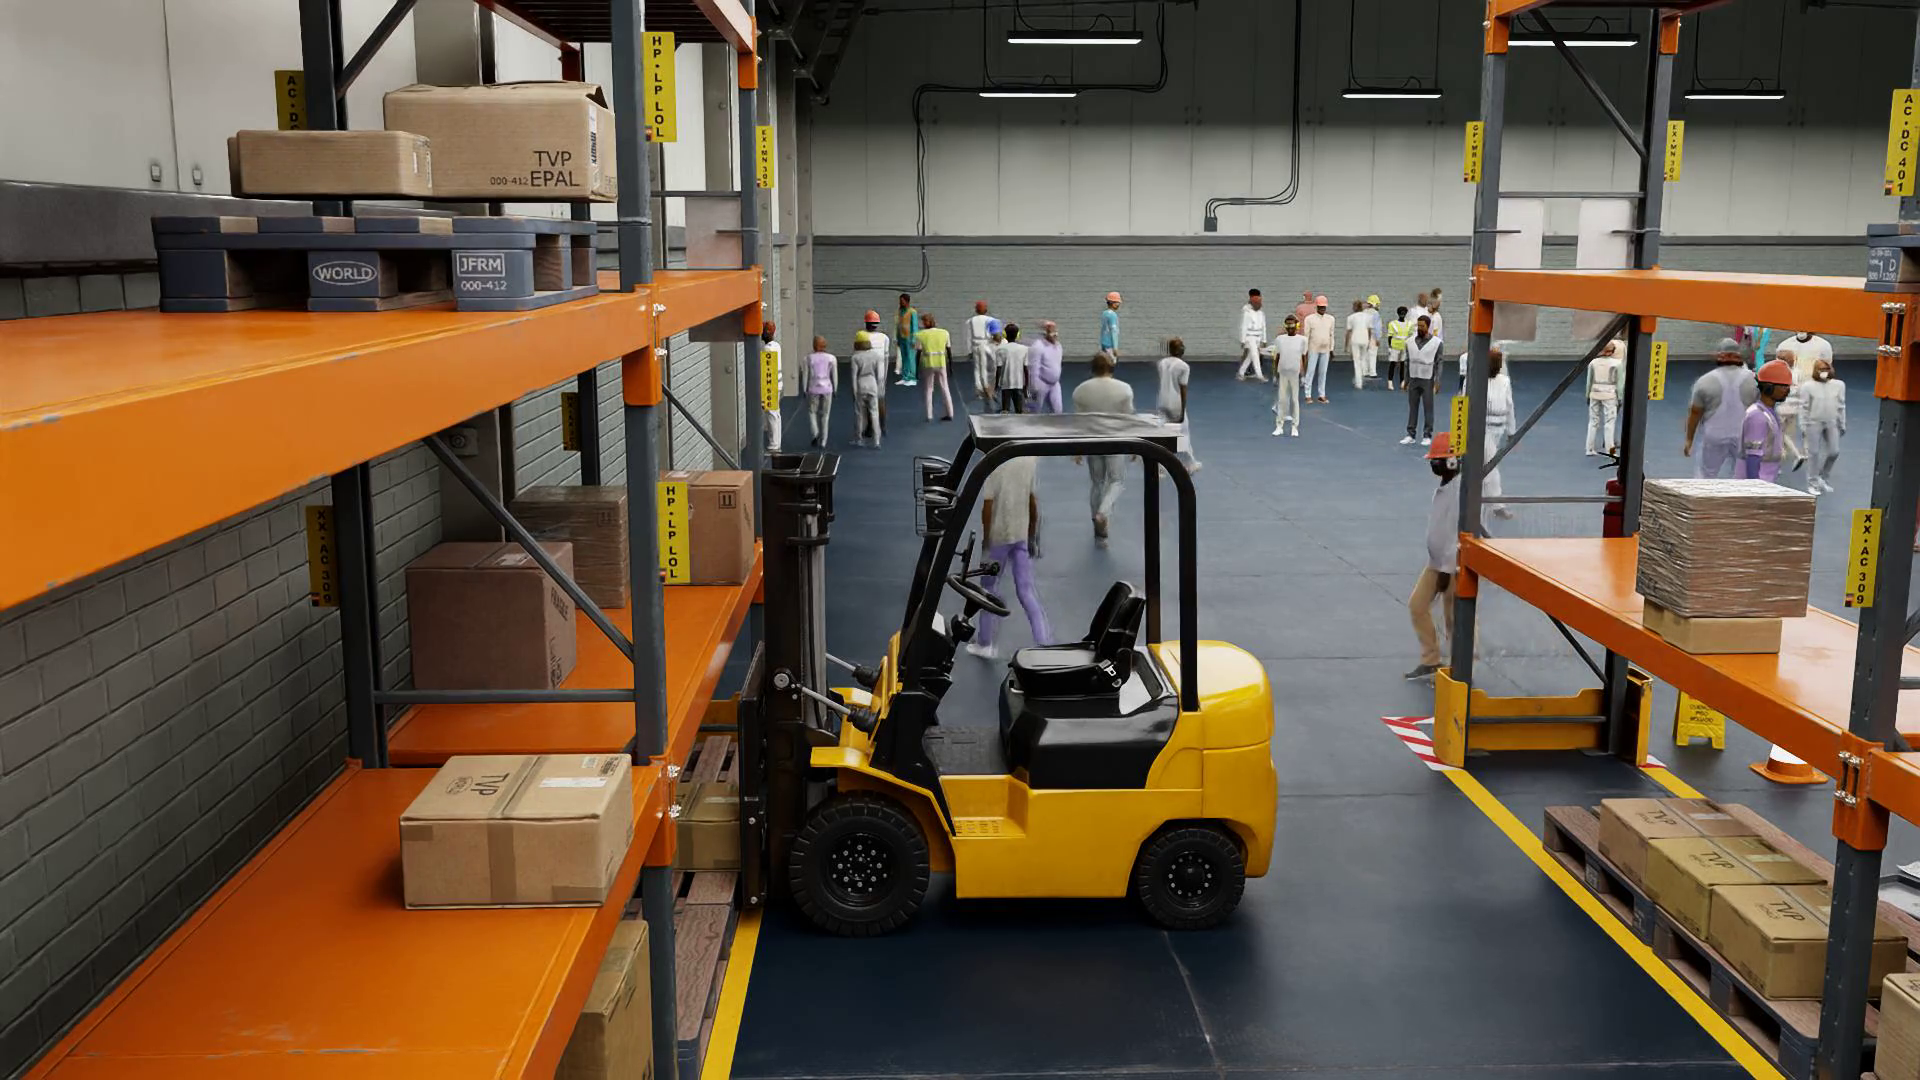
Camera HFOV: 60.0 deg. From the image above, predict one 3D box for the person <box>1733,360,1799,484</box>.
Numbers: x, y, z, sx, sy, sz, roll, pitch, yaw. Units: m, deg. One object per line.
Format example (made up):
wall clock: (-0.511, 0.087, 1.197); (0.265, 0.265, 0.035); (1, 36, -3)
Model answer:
person: (6.572, -0.455, 13.633); (0.419, 2.034, 0.605); (7, 12, 33)

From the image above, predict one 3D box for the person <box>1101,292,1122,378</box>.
person: (2.887, -3.697, 31.671); (0.394, 2.037, 0.605); (-2, 10, -12)

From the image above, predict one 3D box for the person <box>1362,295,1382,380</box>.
person: (8.970, -4.405, 36.177); (0.404, 1.833, 0.590); (-3, 11, -18)

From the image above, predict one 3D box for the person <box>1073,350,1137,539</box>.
person: (1.432, -0.941, 16.639); (0.638, 1.916, 0.699); (5, 11, 24)

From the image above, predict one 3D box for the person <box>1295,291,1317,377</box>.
person: (7.676, -4.563, 36.855); (0.643, 1.909, 0.410); (-4, 11, -19)

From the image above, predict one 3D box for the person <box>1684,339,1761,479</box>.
person: (7.905, -1.067, 17.003); (0.906, 2.000, 0.642); (4, 11, 20)

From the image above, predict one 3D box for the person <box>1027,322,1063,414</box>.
person: (1.243, -2.266, 24.266); (0.702, 1.844, 0.996); (-9, 13, -41)

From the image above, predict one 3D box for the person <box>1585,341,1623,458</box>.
person: (8.934, -1.953, 23.096); (0.314, 1.632, 0.522); (-9, 13, -41)

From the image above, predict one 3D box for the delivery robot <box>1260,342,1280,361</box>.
delivery robot: (7.554, -4.528, 40.164); (0.477, 0.478, 0.707); (-4, 11, -22)

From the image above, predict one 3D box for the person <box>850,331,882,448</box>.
person: (-1.362, -2.185, 24.224); (0.496, 1.715, 0.819); (-5, 11, -24)

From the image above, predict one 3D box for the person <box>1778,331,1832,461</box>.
person: (11.467, -2.090, 22.705); (0.686, 2.000, 0.535); (8, 13, 37)

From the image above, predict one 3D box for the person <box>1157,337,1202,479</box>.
person: (2.722, -1.666, 21.017); (0.535, 1.791, 0.982); (9, 14, 42)

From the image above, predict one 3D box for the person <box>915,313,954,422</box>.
person: (-0.435, -2.859, 27.645); (0.667, 1.818, 0.480); (-3, 11, -15)

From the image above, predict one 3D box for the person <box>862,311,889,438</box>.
person: (-1.342, -2.534, 25.462); (0.552, 1.937, 0.356); (-10, 14, -43)

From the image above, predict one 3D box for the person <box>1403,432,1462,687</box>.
person: (3.204, 0.145, 11.119); (0.523, 1.733, 0.567); (-1, 10, -3)

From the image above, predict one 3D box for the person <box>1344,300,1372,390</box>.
person: (8.091, -3.975, 33.888); (0.524, 1.791, 0.923); (-1, 10, -6)

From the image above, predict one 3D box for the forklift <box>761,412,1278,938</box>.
forklift: (0.291, 0.548, 7.580); (2.313, 2.155, 1.214); (0, 10, -2)

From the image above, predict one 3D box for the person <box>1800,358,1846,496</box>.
person: (10.211, -1.339, 19.674); (0.526, 1.618, 0.375); (2, 10, 12)

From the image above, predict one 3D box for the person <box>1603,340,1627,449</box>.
person: (9.544, -2.279, 24.103); (0.390, 1.922, 0.549); (3, 10, 14)

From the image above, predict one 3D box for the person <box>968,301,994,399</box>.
person: (0.428, -3.625, 31.738); (0.600, 1.864, 0.421); (5, 11, 25)

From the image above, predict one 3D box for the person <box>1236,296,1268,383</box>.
person: (6.235, -4.279, 35.465); (0.583, 1.851, 0.957); (-8, 13, -37)

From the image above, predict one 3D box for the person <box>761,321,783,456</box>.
person: (-2.670, -2.119, 23.307); (0.356, 1.882, 0.574); (1, 10, 6)

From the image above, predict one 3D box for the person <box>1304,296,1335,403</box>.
person: (6.656, -3.523, 30.811); (0.618, 1.993, 0.396); (-2, 10, -13)

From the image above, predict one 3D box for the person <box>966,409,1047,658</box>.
person: (0.357, -0.004, 11.678); (0.530, 1.832, 0.932); (-6, 12, -31)

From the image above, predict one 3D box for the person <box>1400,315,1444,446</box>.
person: (6.823, -2.354, 24.517); (0.590, 1.919, 0.396); (9, 14, 42)

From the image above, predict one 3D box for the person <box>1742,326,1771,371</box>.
person: (18.402, -4.833, 38.352); (0.600, 1.914, 0.484); (-1, 10, -8)

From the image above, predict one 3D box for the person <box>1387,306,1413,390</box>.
person: (8.890, -3.874, 33.610); (0.532, 1.693, 0.319); (-1, 10, -7)

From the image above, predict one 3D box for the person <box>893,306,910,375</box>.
person: (-1.272, -4.478, 37.230); (0.523, 1.585, 0.825); (2, 10, 13)

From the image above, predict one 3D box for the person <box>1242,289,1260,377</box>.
person: (6.458, -4.596, 36.910); (0.384, 1.953, 0.611); (7, 12, 33)

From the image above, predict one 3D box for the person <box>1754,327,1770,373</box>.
person: (16.605, -4.109, 34.536); (0.359, 1.835, 0.512); (6, 12, 28)

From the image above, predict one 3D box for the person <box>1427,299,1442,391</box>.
person: (9.510, -3.904, 33.396); (0.341, 1.839, 0.501); (2, 10, 12)

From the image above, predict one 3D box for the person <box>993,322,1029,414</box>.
person: (0.716, -2.101, 23.247); (0.533, 1.868, 0.310); (-3, 11, -17)

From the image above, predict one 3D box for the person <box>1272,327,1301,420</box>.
person: (5.501, -2.791, 27.776); (0.351, 1.611, 0.568); (-1, 10, -8)

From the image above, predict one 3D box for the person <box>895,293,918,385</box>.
person: (-1.095, -4.187, 34.729); (0.370, 1.916, 0.597); (-7, 12, -34)

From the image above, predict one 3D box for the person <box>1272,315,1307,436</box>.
person: (5.080, -2.535, 25.657); (0.508, 1.872, 0.329); (4, 11, 21)

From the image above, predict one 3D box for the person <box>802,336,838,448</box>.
person: (-2.042, -2.153, 24.211); (0.523, 1.624, 0.371); (-2, 10, -11)

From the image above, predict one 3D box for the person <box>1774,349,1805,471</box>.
person: (10.551, -1.635, 21.299); (0.530, 1.626, 0.437); (-7, 12, -33)

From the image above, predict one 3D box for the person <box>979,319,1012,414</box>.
person: (0.545, -2.306, 24.371); (0.637, 1.879, 0.959); (-4, 11, -22)

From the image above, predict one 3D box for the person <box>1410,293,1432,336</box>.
person: (10.348, -4.612, 37.328); (0.587, 1.841, 0.963); (-4, 11, -22)
